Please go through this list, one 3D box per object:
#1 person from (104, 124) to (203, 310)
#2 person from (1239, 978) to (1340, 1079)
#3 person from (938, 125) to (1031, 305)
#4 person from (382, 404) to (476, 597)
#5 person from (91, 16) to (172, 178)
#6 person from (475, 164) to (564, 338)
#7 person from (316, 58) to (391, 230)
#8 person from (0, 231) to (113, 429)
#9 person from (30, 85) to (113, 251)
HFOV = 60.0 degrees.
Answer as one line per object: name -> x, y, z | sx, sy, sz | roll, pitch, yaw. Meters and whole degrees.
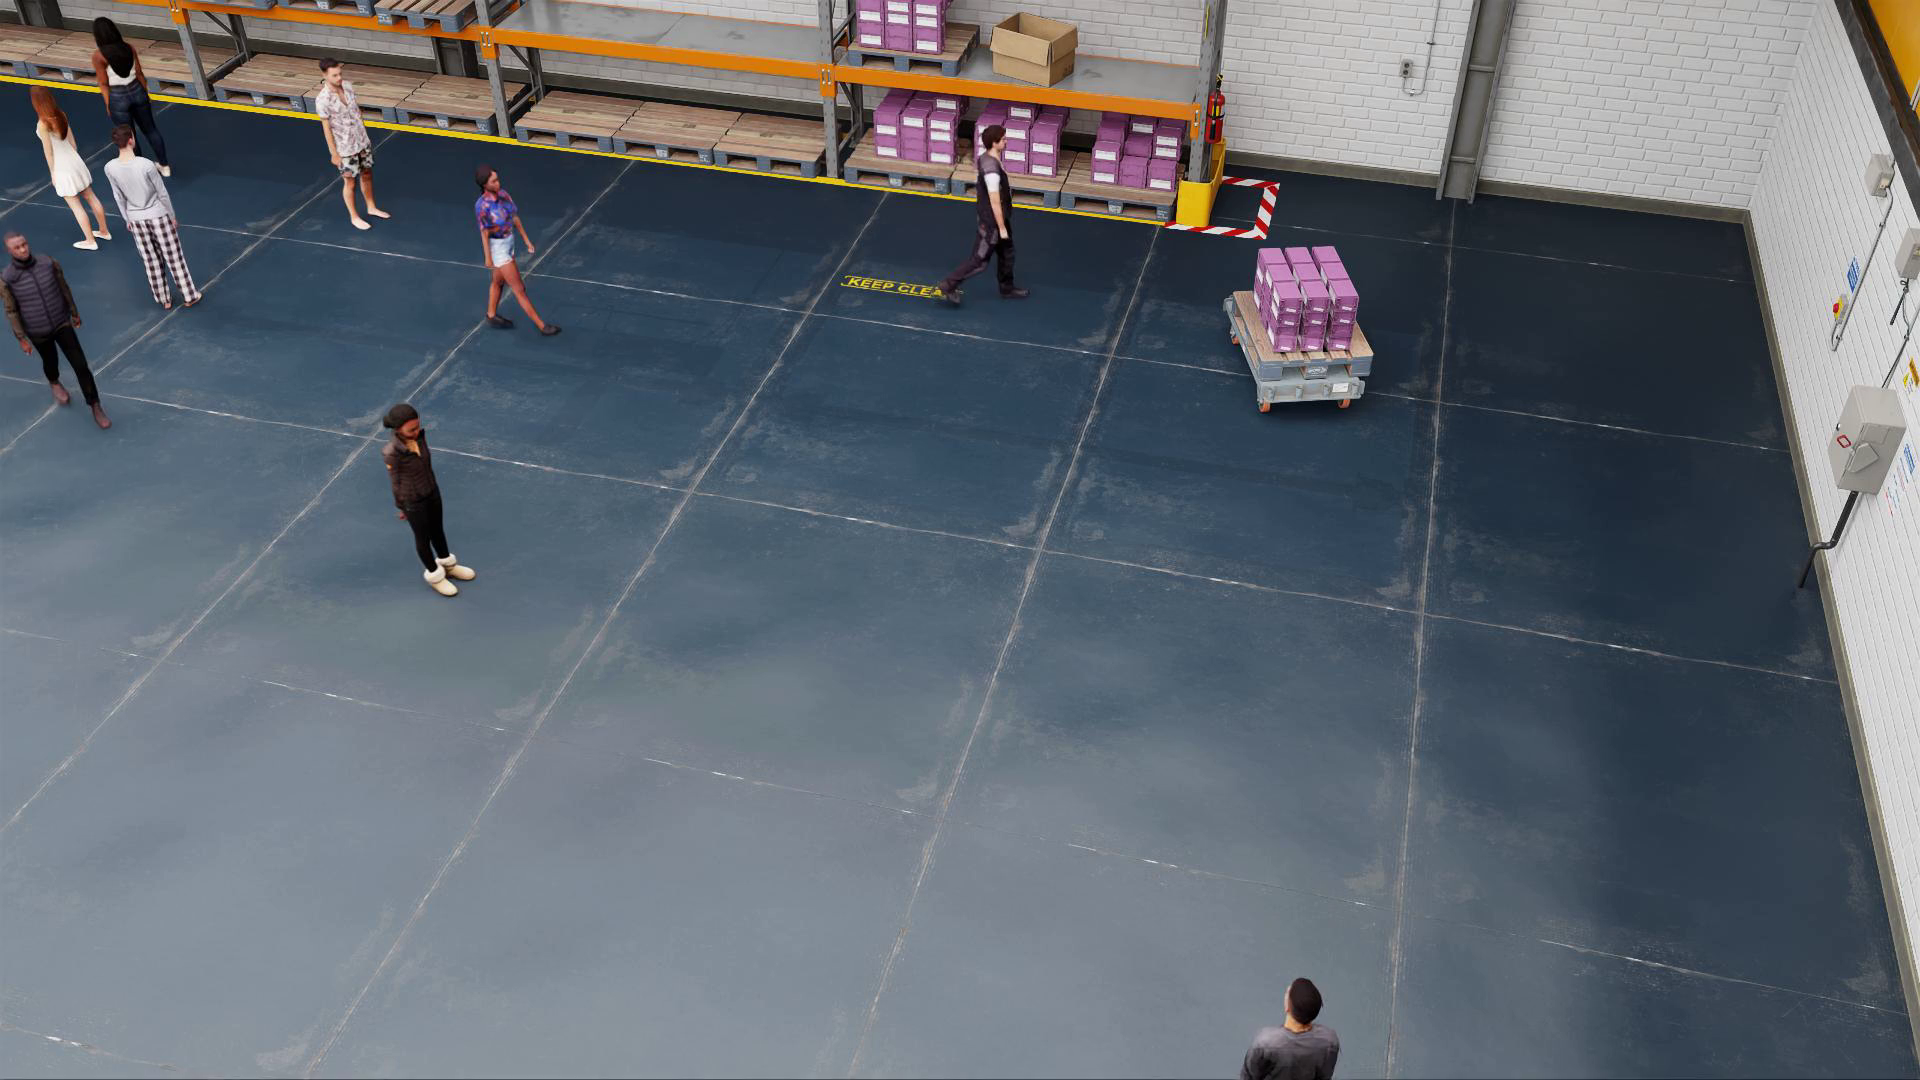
person -> -7.683, -3.047, 15.767 | 0.615, 1.846, 0.758 | -5, 39, -6
person -> 1.625, 2.887, 8.417 | 1.038, 1.745, 0.960 | -7, 39, -8
person -> 0.210, -3.034, 15.771 | 1.197, 1.821, 0.840 | 0, 39, 0
person -> -4.080, -0.334, 12.518 | 0.625, 1.660, 0.578 | 12, 40, 15
person -> -8.957, -4.734, 17.910 | 0.743, 1.808, 0.729 | 29, 47, 31
person -> -4.318, -2.673, 15.417 | 1.115, 1.698, 0.649 | 12, 40, 14
person -> -6.312, -4.106, 17.121 | 0.640, 1.811, 0.715 | 17, 42, 20
person -> -7.878, -1.852, 14.312 | 1.116, 1.793, 1.309 | -31, 48, -33
person -> -8.997, -3.765, 16.775 | 0.516, 1.710, 0.561 | 8, 39, 10
